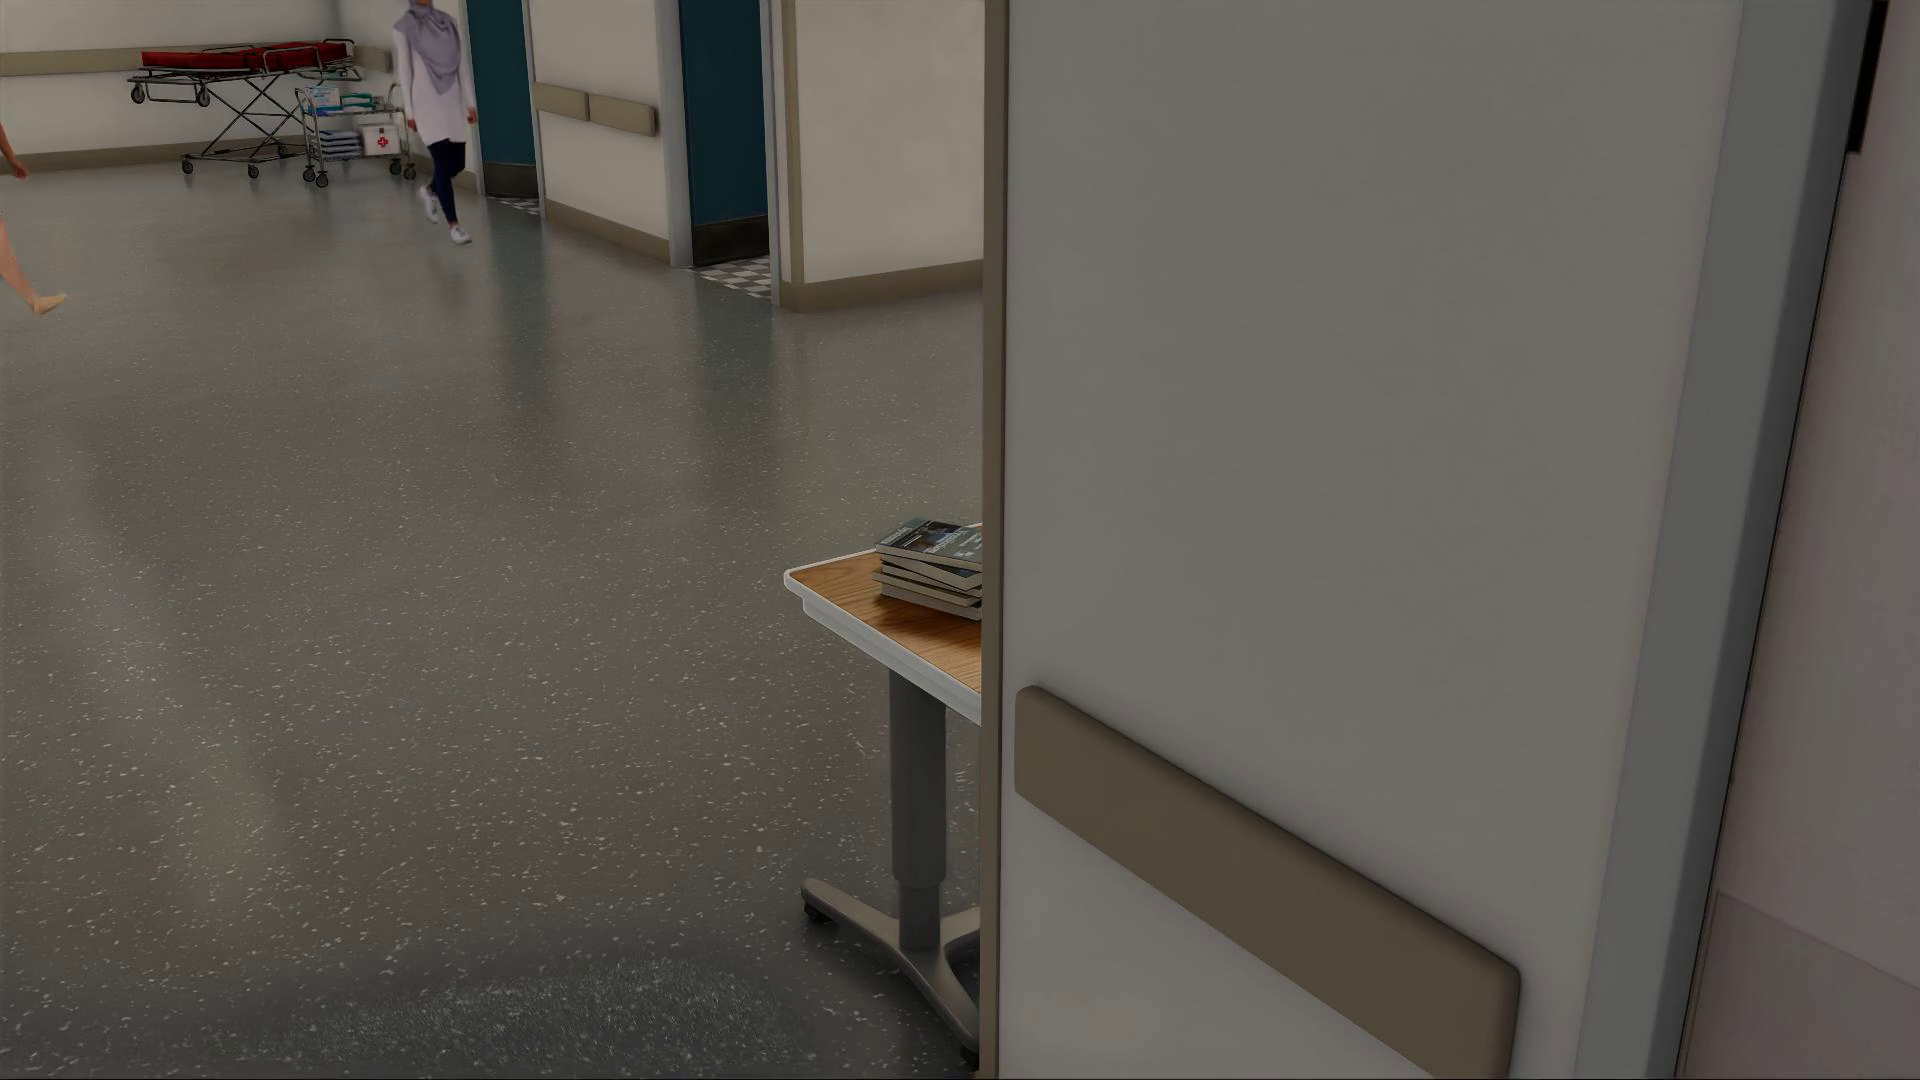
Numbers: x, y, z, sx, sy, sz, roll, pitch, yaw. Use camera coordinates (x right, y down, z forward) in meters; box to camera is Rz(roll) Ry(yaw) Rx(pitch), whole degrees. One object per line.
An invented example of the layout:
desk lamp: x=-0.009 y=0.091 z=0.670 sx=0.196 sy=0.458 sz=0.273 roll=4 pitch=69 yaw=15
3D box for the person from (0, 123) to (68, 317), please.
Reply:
person: x=-5.396 y=-1.968 z=8.928 sx=0.990 sy=1.606 sz=0.985 roll=1 pitch=21 yaw=4

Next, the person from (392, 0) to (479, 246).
person: x=-3.523 y=-2.887 z=11.141 sx=0.720 sy=1.757 sz=1.045 roll=-18 pitch=27 yaw=-39
